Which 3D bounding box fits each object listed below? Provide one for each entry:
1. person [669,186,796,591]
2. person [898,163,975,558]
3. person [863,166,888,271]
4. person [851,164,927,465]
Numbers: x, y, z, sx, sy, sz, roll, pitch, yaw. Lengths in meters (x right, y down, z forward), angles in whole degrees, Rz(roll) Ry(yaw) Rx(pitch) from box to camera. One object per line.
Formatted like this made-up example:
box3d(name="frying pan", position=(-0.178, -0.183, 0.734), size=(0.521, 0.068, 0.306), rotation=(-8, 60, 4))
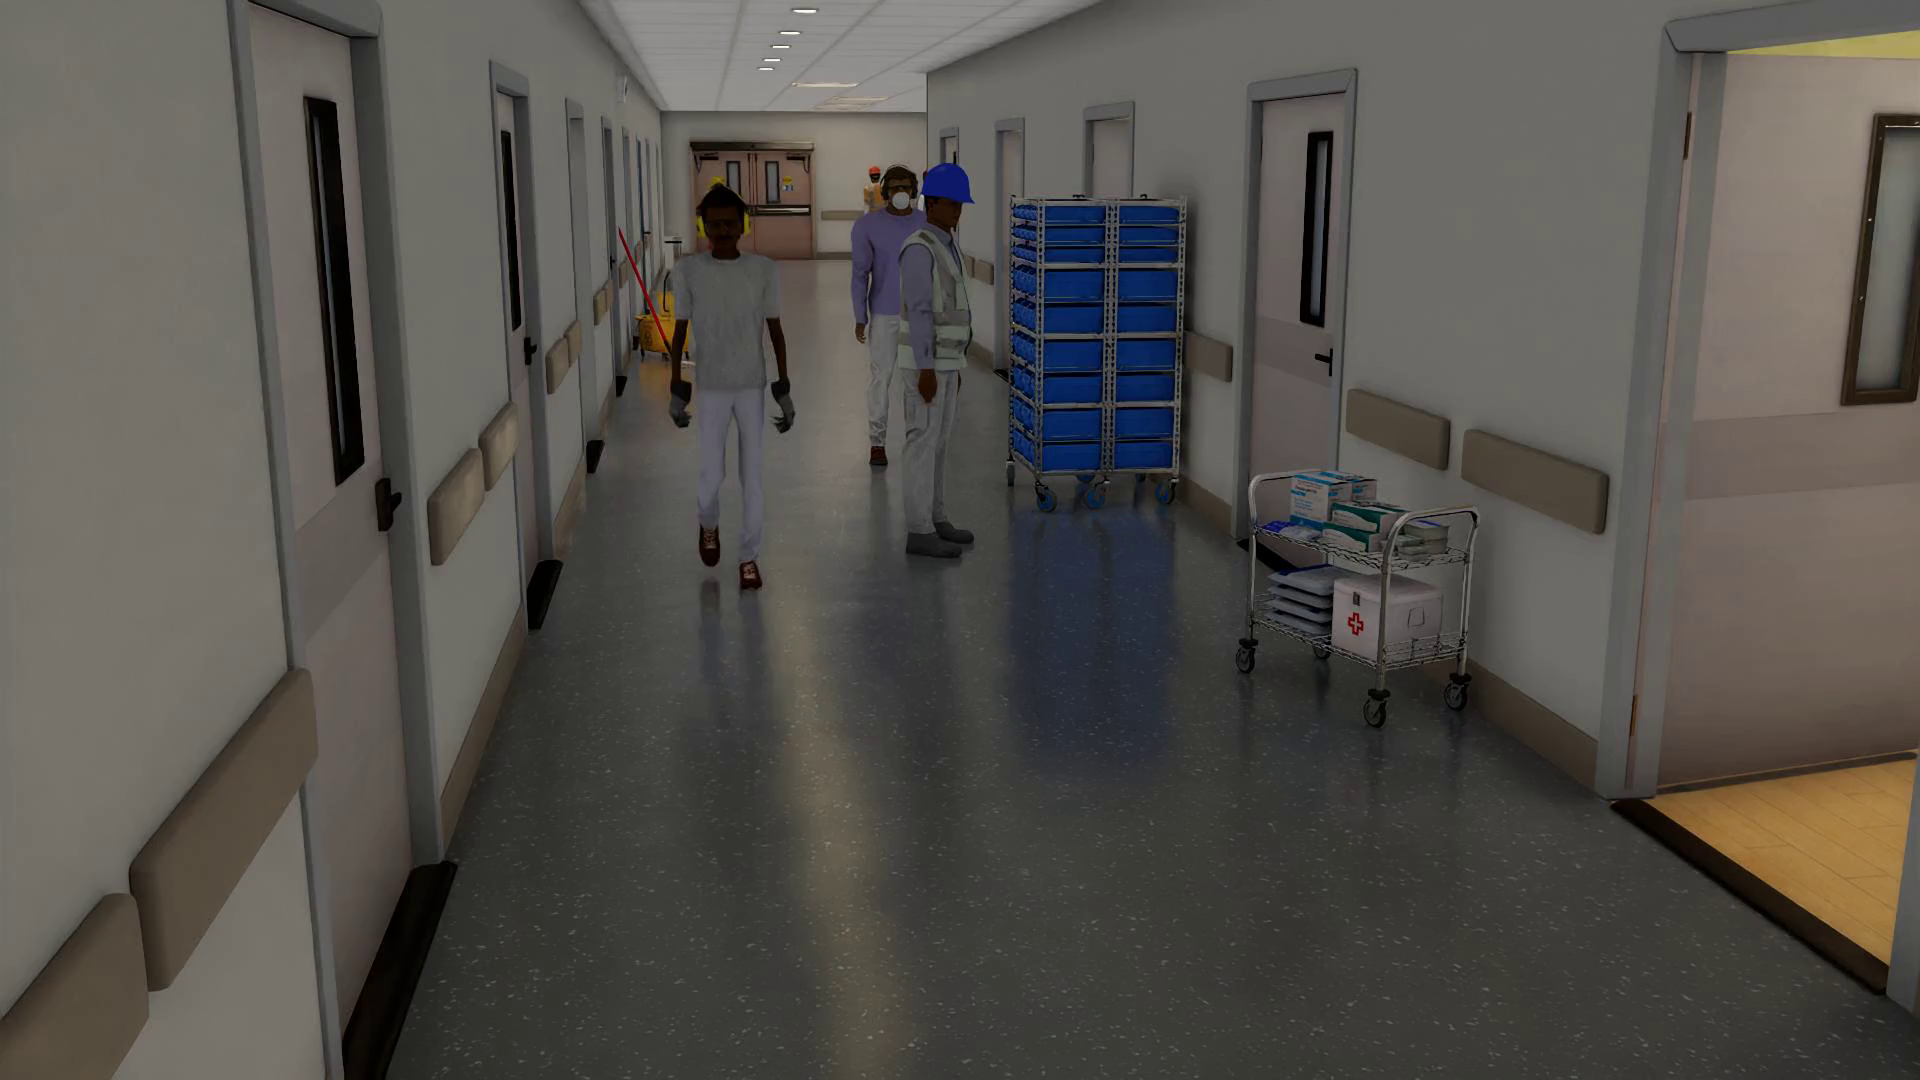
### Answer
box3d(name="person", position=(-1.062, -0.699, 7.695), size=(0.553, 1.847, 0.479), rotation=(-3, 13, -14))
box3d(name="person", position=(-0.113, -0.896, 8.348), size=(0.402, 1.943, 0.605), rotation=(3, 13, 15))
box3d(name="person", position=(-1.555, -5.941, 30.787), size=(0.542, 1.928, 0.374), rotation=(-7, 14, -29))
box3d(name="person", position=(-0.395, -1.458, 10.851), size=(0.635, 1.938, 0.359), rotation=(-4, 13, -17))
